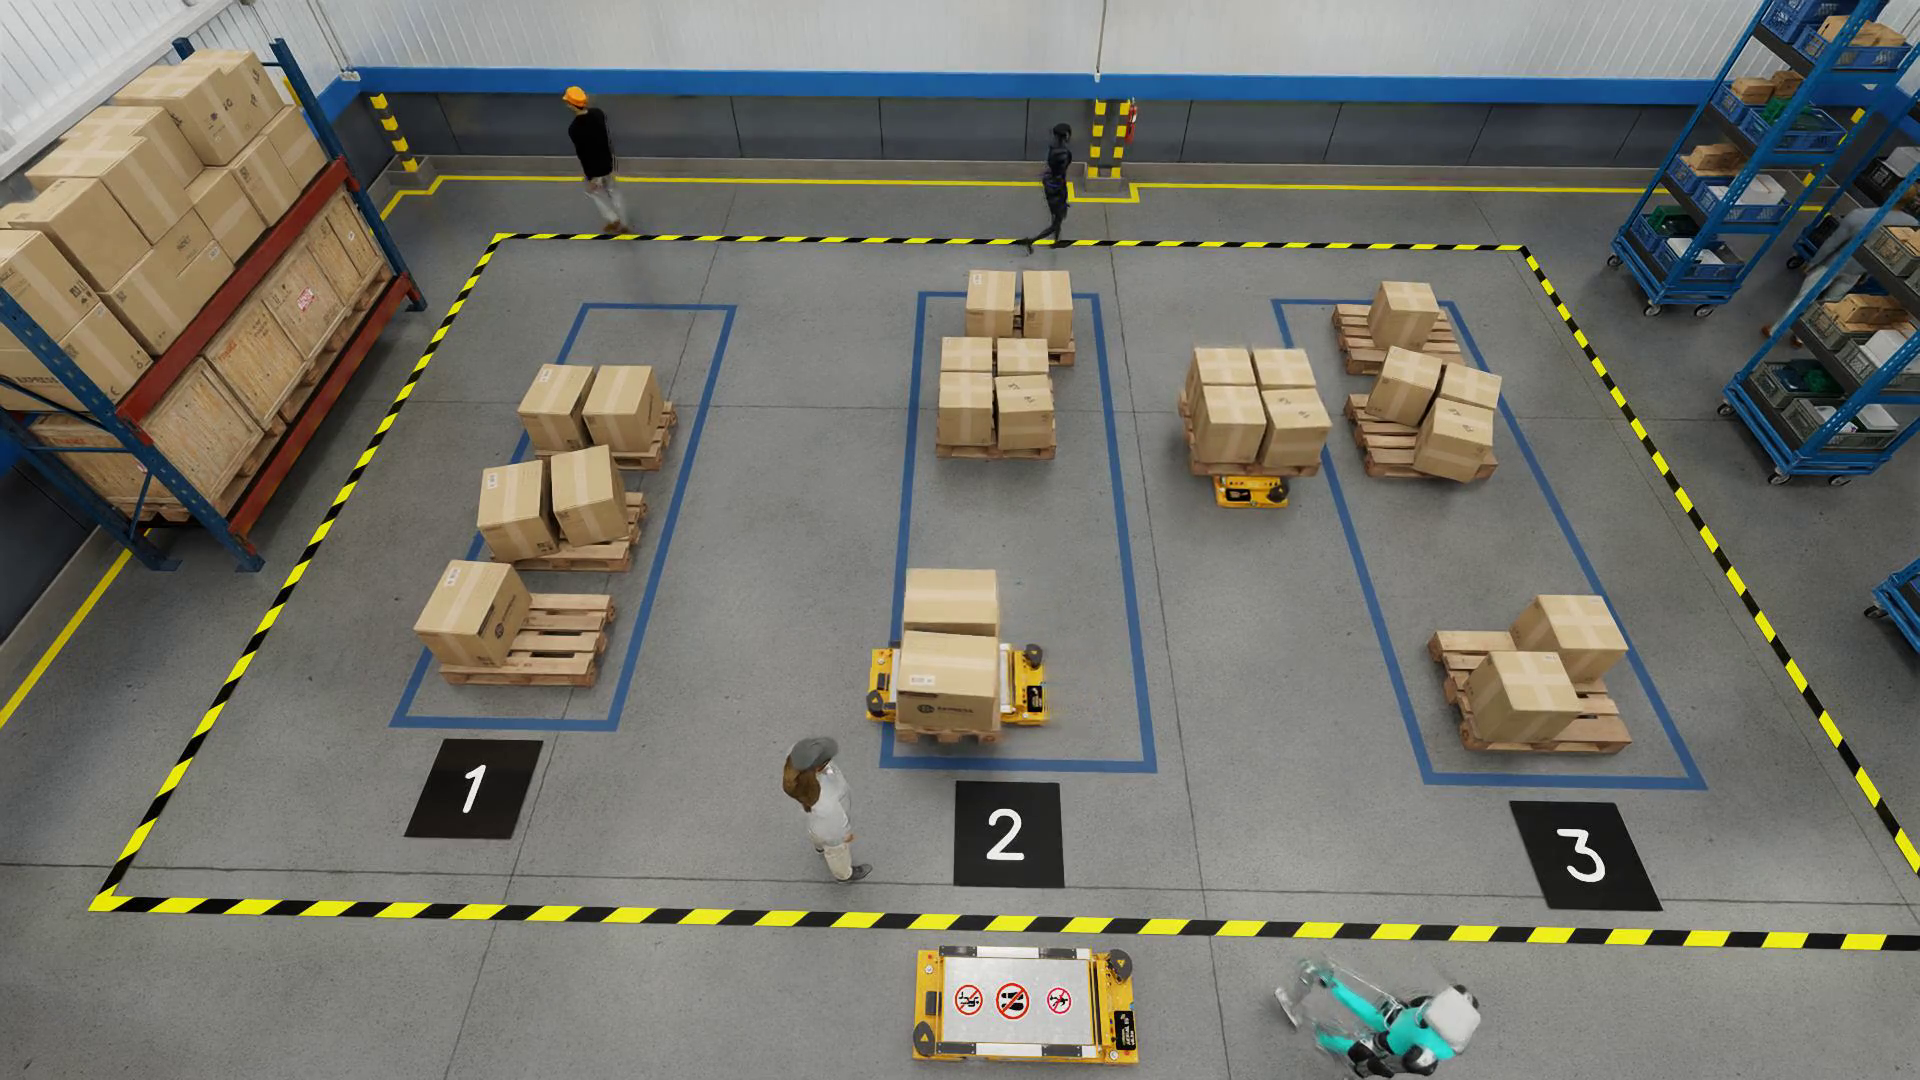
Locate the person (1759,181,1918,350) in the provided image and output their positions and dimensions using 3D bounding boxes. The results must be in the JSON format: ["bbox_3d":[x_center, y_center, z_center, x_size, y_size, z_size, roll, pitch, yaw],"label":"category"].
[{"bbox_3d":[9.385,-2.896,9.771,0.627,1.937,0.376,18,53,14],"label":"person"}]

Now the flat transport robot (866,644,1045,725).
[{"bbox_3d":[-0.031,1.164,7.519,1.431,0.197,0.652,1,51,1],"label":"flat transport robot"}]

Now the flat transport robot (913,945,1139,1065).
[{"bbox_3d":[0.422,3.041,6.007,1.431,0.231,0.659,1,51,1],"label":"flat transport robot"}]

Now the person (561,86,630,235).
[{"bbox_3d":[-4.449,-4.598,11.203,0.441,1.869,0.588,24,55,18],"label":"person"}]

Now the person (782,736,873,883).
[{"bbox_3d":[-0.901,1.792,6.056,0.399,1.769,0.560,-29,56,-21],"label":"person"}]

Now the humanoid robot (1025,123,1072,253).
[{"bbox_3d":[1.085,-4.218,11.027,0.575,1.642,0.601,-8,51,-6],"label":"humanoid robot"}]

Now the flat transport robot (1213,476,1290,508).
[{"bbox_3d":[2.835,-0.922,9.220,0.652,0.197,1.431,1,51,1],"label":"flat transport robot"}]

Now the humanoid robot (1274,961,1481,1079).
[{"bbox_3d":[2.279,2.744,5.346,0.533,1.770,1.039,-35,59,-25],"label":"humanoid robot"}]
